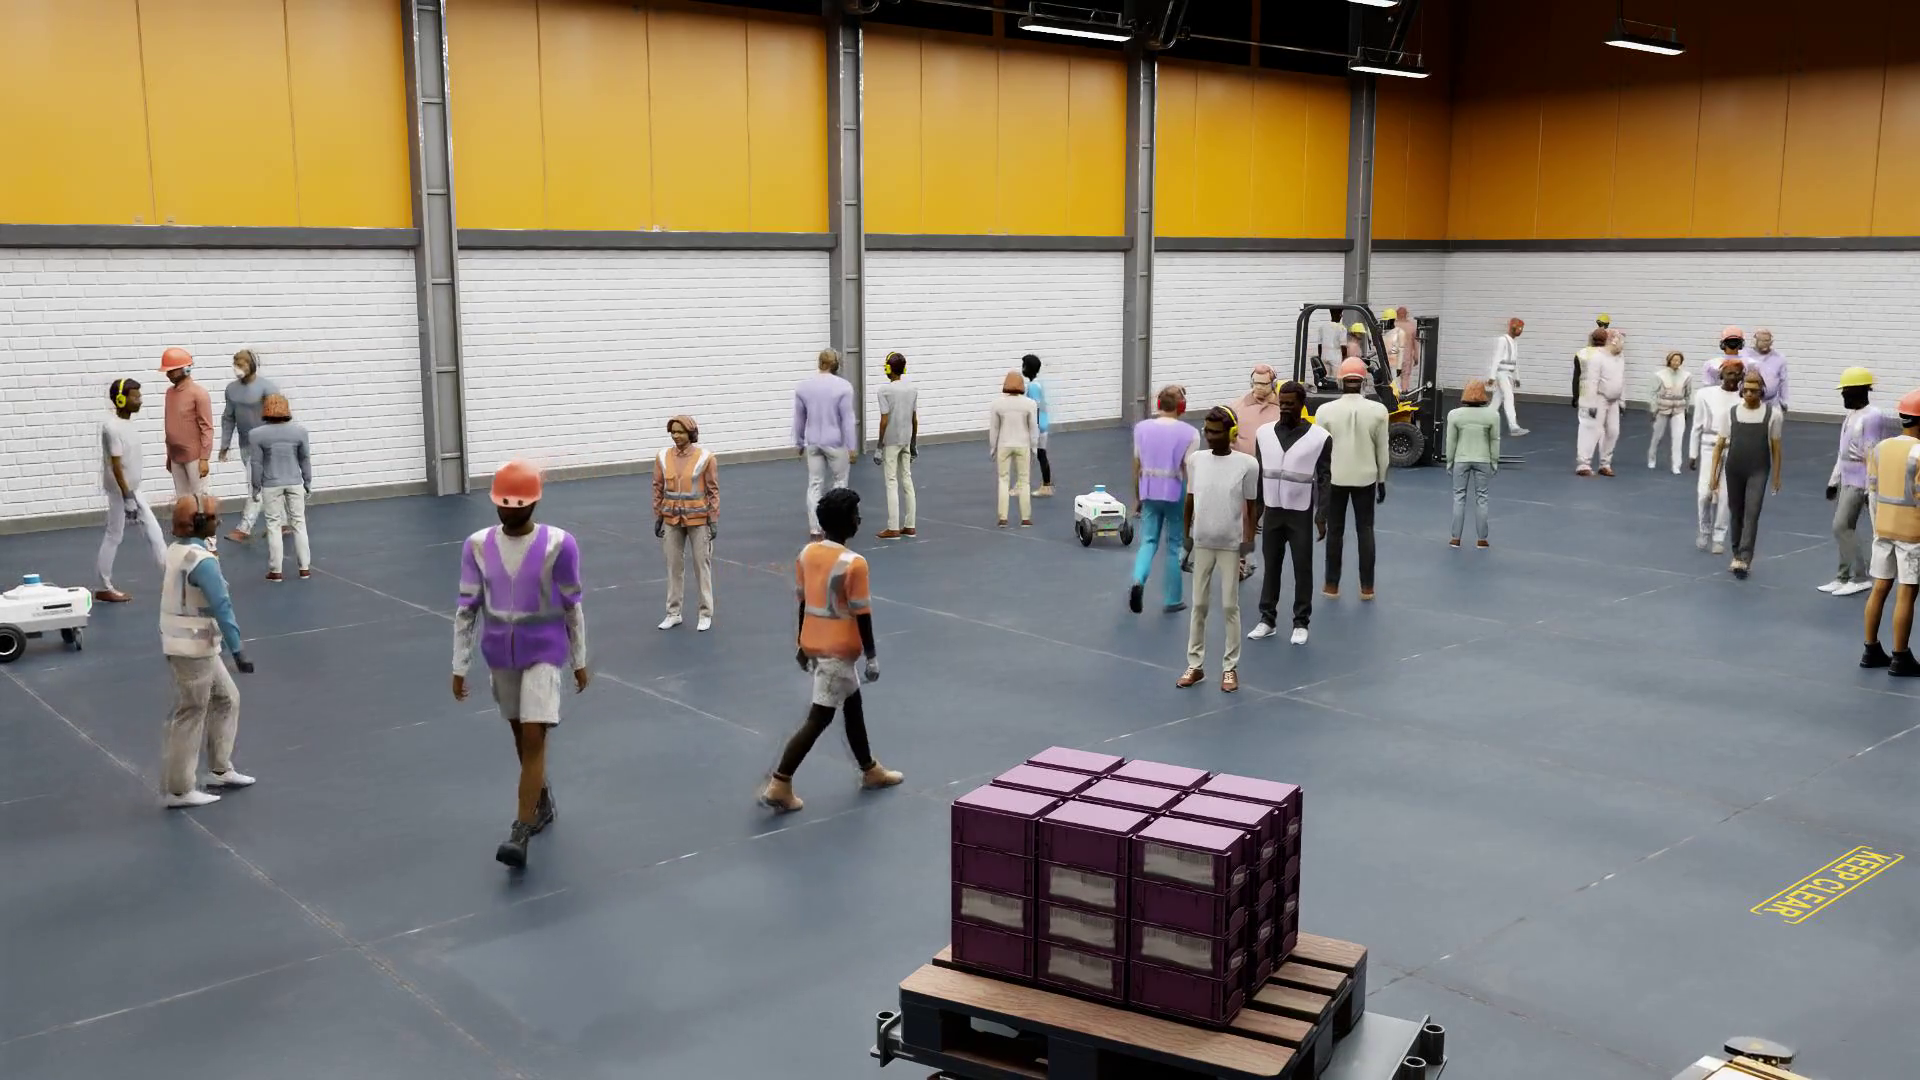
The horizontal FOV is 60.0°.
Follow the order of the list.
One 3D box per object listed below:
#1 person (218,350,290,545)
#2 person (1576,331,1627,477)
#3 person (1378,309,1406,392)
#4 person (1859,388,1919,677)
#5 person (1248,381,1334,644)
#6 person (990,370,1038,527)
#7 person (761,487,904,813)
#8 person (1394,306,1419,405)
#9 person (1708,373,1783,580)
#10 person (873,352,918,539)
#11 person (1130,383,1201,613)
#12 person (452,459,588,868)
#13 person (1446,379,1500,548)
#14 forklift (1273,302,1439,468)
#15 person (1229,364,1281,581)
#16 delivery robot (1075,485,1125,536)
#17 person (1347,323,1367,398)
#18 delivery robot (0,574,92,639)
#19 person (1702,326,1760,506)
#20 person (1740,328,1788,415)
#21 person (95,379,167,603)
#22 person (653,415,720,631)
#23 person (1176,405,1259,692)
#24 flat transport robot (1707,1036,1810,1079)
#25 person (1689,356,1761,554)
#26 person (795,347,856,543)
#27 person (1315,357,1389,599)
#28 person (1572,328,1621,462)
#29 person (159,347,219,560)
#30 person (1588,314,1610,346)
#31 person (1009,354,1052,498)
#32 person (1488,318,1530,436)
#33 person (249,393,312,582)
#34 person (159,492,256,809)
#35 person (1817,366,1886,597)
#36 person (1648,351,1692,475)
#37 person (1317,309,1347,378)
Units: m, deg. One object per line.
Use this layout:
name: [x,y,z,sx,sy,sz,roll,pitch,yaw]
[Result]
person: [-7.002,-0.909,16.331,0.647,1.888,1.005,5,11,27]
person: [8.264,-1.740,21.311,0.659,1.877,0.410,-7,12,-35]
person: [7.416,-3.029,28.699,0.416,1.917,0.582,-5,11,-29]
person: [6.363,-0.051,11.188,0.359,1.938,0.547,-2,10,-13]
person: [2.411,-0.205,12.142,0.588,1.920,0.398,6,12,32]
person: [0.562,-0.943,17.296,0.507,1.631,0.266,1,10,6]
person: [-0.671,0.555,8.486,0.877,1.655,0.531,-7,12,-34]
person: [8.307,-3.465,31.401,0.681,1.910,0.728,3,10,17]
person: [6.904,-0.570,14.648,0.550,1.791,0.962,6,12,32]
person: [-0.644,-0.940,16.589,0.538,1.869,0.313,-9,13,-42]
person: [1.575,-0.303,12.969,0.576,1.829,0.667,6,11,30]
person: [-2.083,0.563,7.756,0.585,1.873,1.005,1,10,4]
person: [4.943,-0.733,16.057,0.500,1.636,0.286,3,10,16]
forklift: [5.320,-2.157,22.763,2.313,2.155,1.214,3,10,16]
person: [2.563,-0.550,14.218,0.637,1.902,0.406,3,10,14]
delivery robot: [1.376,-0.298,16.399,0.477,0.478,0.707,-2,10,-12]
person: [6.478,-2.649,26.982,0.870,1.723,0.553,5,11,25]
delivery robot: [-6.564,0.488,11.797,0.707,0.478,0.477,-7,12,-36]
person: [8.648,-1.391,18.742,0.607,2.036,0.391,2,10,12]
person: [10.468,-1.839,21.811,0.638,1.883,0.812,1,10,4]
person: [-6.626,-0.386,13.452,0.946,1.824,0.558,-1,10,-5]
person: [-2.055,-0.128,12.509,0.518,1.639,0.312,2,10,13]
person: [1.668,0.058,10.783,0.517,1.859,0.328,4,11,24]
flat transport robot: [2.314,1.857,4.888,1.431,0.197,0.652,-9,13,-42]
person: [7.208,-0.793,15.692,0.588,1.872,0.416,3,10,19]
person: [-1.305,-0.931,16.376,0.677,1.921,0.460,5,11,26]
person: [3.204,-0.502,13.660,0.618,1.993,0.393,1,10,6]
person: [8.709,-1.981,22.780,0.626,1.842,0.429,3,10,20]
person: [-7.106,-0.775,15.282,0.609,1.986,0.392,6,11,31]
person: [11.698,-3.240,30.356,0.315,1.770,0.524,-6,12,-33]
person: [0.769,-1.316,19.338,0.682,1.671,0.547,1,10,7]
person: [8.623,-2.544,26.055,0.883,1.839,0.653,7,12,36]
person: [-5.889,-0.456,14.444,0.507,1.633,0.278,-7,12,-35]
person: [-3.851,0.564,8.540,0.606,1.615,0.525,-7,12,-35]
person: [7.419,-0.482,13.806,0.419,1.902,0.607,2,10,14]
person: [9.273,-1.691,21.777,0.515,1.600,0.820,2,10,9]
person: [6.638,-3.209,29.589,0.362,1.963,0.614,-8,12,-38]
